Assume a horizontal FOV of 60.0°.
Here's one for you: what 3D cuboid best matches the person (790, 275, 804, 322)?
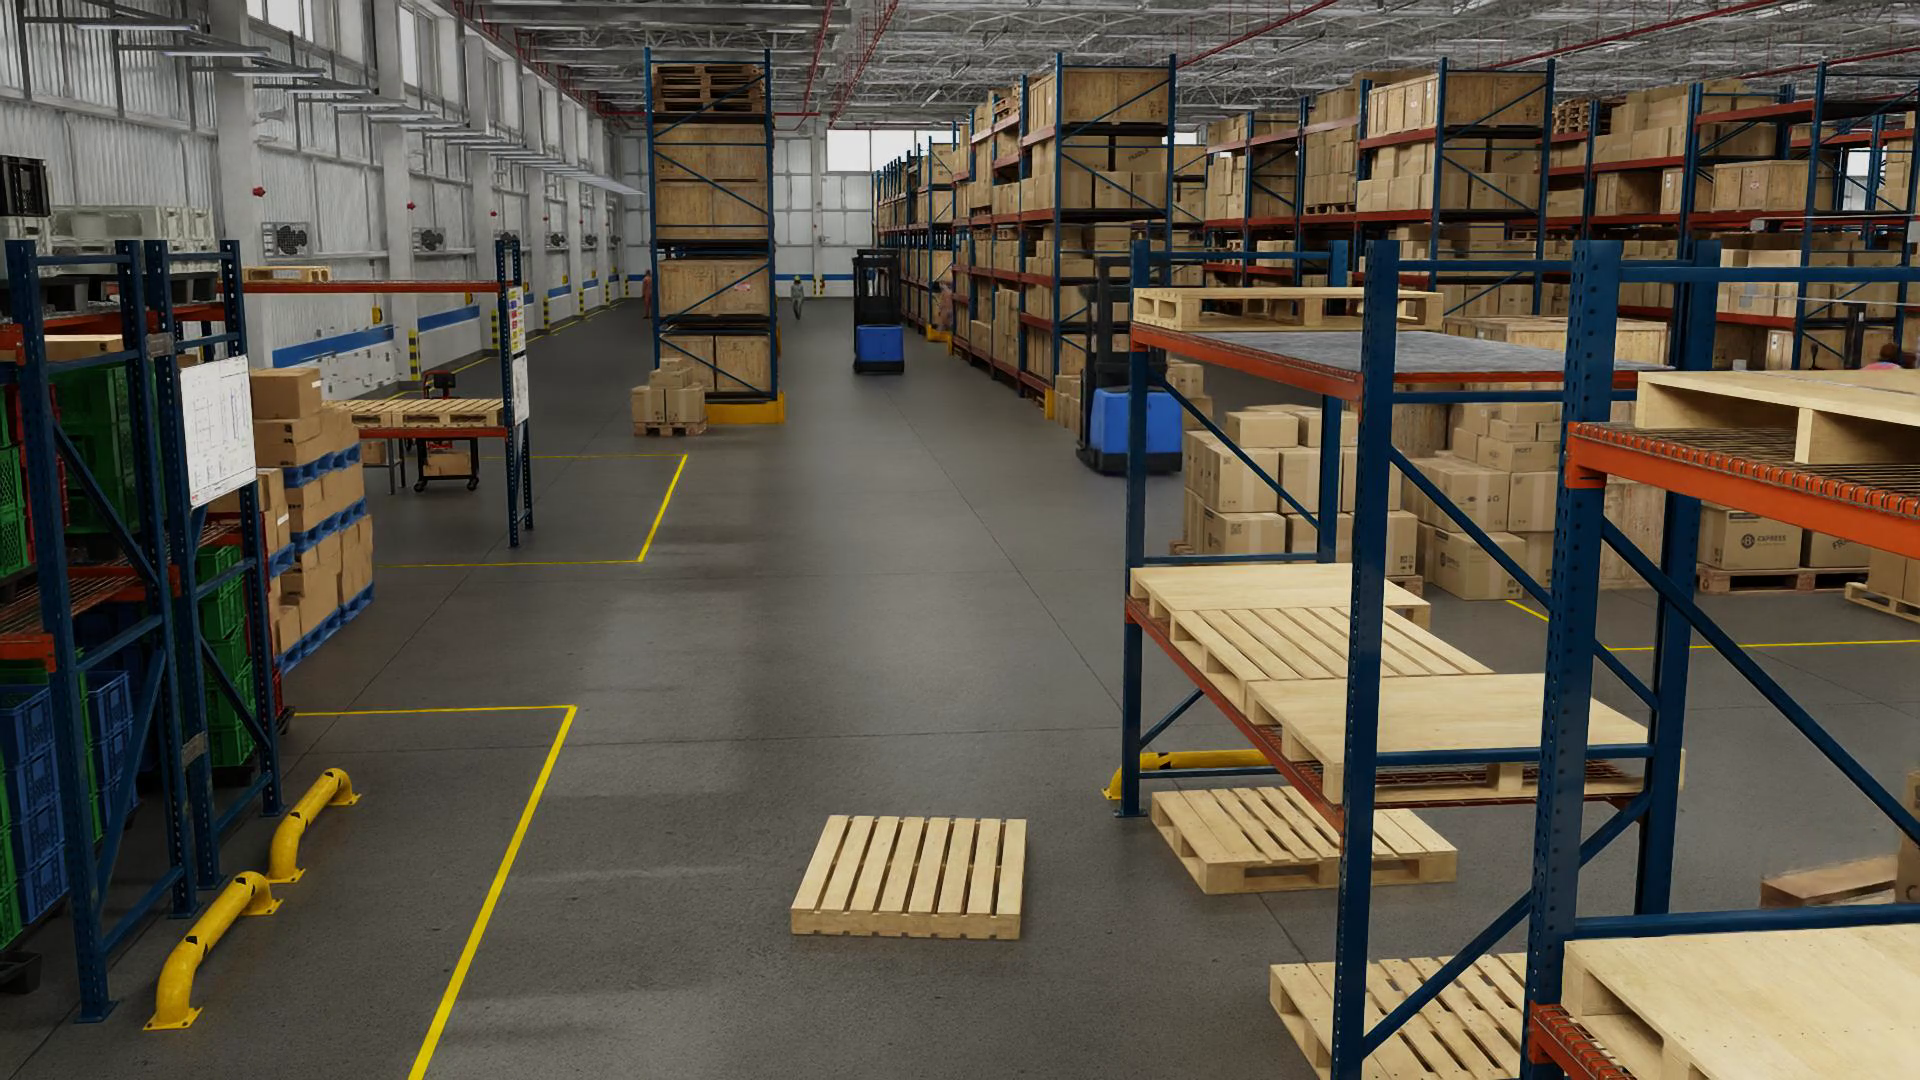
[{"bbox_3d":[-6.055,-8.980,61.862,0.508,1.728,0.431,1,10,5],"label":"person"}]

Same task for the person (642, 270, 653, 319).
[{"bbox_3d":[-12.065,-9.524,64.457,0.401,1.894,0.653,8,13,36],"label":"person"}]

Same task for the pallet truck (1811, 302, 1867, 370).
[{"bbox_3d":[15.846,-3.142,28.793,1.885,1.965,0.823,2,10,12],"label":"pallet truck"}]

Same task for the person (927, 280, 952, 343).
[{"bbox_3d":[-0.541,-6.729,49.019,0.943,1.862,0.670,0,10,-2],"label":"person"}]

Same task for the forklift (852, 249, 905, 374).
[{"bbox_3d":[-1.875,-5.262,38.092,1.129,2.768,1.873,-1,10,-6],"label":"forklift"}]

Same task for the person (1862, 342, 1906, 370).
[{"bbox_3d":[11.078,-1.444,19.856,0.676,1.818,0.634,-6,12,-31],"label":"person"}]

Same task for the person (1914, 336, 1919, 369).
[{"bbox_3d":[15.331,-2.626,26.147,0.580,1.931,0.442,9,13,40],"label":"person"}]

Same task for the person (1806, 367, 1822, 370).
[{"bbox_3d":[9.166,-1.025,17.911,0.392,1.678,0.547,-3,11,-16],"label":"person"}]

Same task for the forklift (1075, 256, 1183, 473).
[{"bbox_3d":[2.261,-2.364,22.032,1.129,2.768,1.873,-1,10,-6],"label":"forklift"}]
